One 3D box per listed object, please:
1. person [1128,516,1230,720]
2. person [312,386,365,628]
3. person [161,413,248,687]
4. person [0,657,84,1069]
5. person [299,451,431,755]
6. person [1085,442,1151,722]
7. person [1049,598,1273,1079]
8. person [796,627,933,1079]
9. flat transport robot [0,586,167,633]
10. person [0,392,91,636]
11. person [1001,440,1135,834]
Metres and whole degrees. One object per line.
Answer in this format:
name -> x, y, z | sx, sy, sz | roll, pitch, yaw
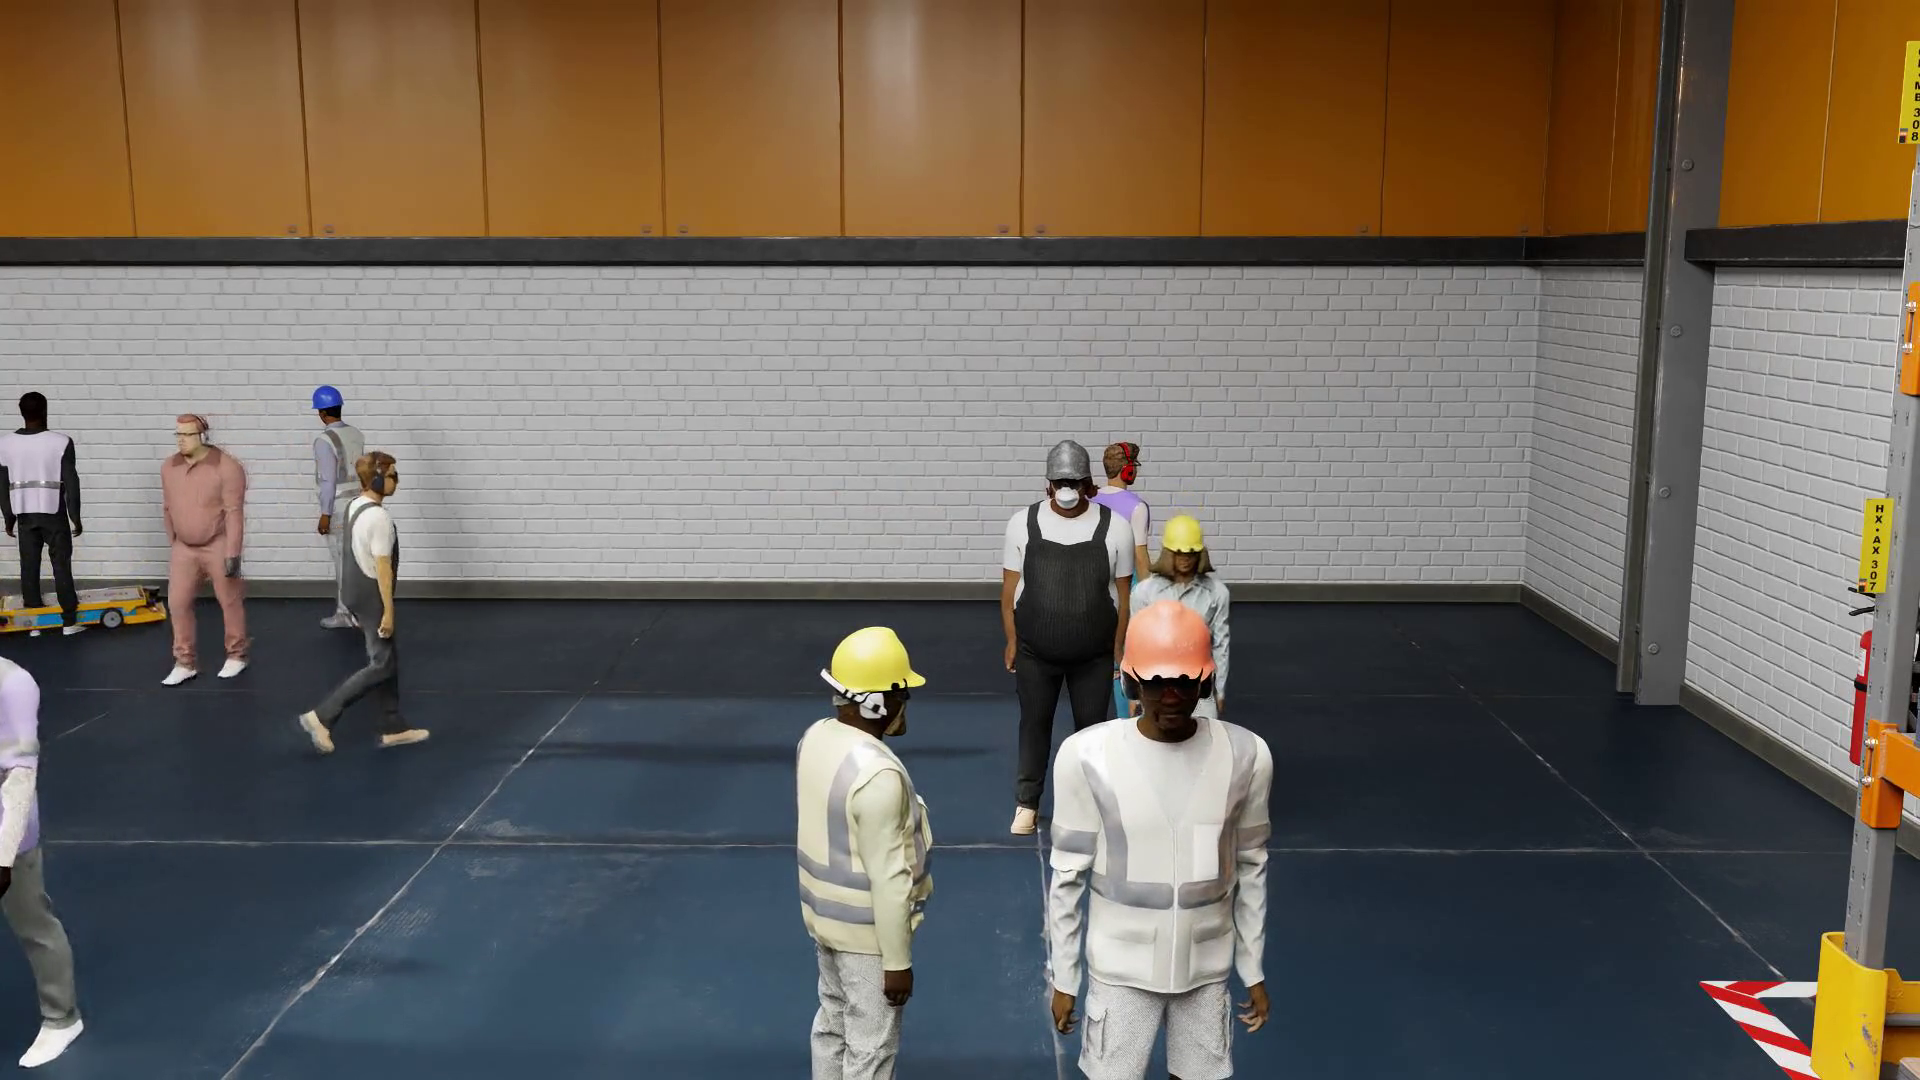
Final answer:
person -> 1.045, 0.741, 7.966 | 0.494, 1.726, 0.544 | 1, 10, 5
person -> -4.984, -0.267, 13.365 | 0.402, 1.943, 0.605 | 1, 10, 8
person -> -5.262, 0.073, 11.499 | 0.659, 1.878, 0.793 | 1, 10, 6
person -> -3.464, 1.043, 5.732 | 0.607, 1.871, 1.008 | 2, 10, 9
person -> -3.547, 0.388, 9.823 | 0.729, 1.826, 0.516 | -8, 12, -39
person -> 0.940, 0.327, 10.095 | 0.390, 1.846, 0.565 | -7, 12, -38
person -> 0.552, 1.158, 4.533 | 0.615, 2.041, 0.392 | -1, 10, -6
person -> -0.284, 1.166, 5.112 | 0.404, 1.829, 0.600 | -5, 11, -26
flat transport robot -> -7.198, 0.564, 13.383 | 1.431, 0.197, 0.652 | -5, 11, -28
person -> -7.196, -0.198, 13.023 | 0.590, 1.920, 0.398 | -1, 10, -8
person -> 0.543, 0.503, 8.457 | 0.684, 2.000, 0.538 | 1, 10, 5
